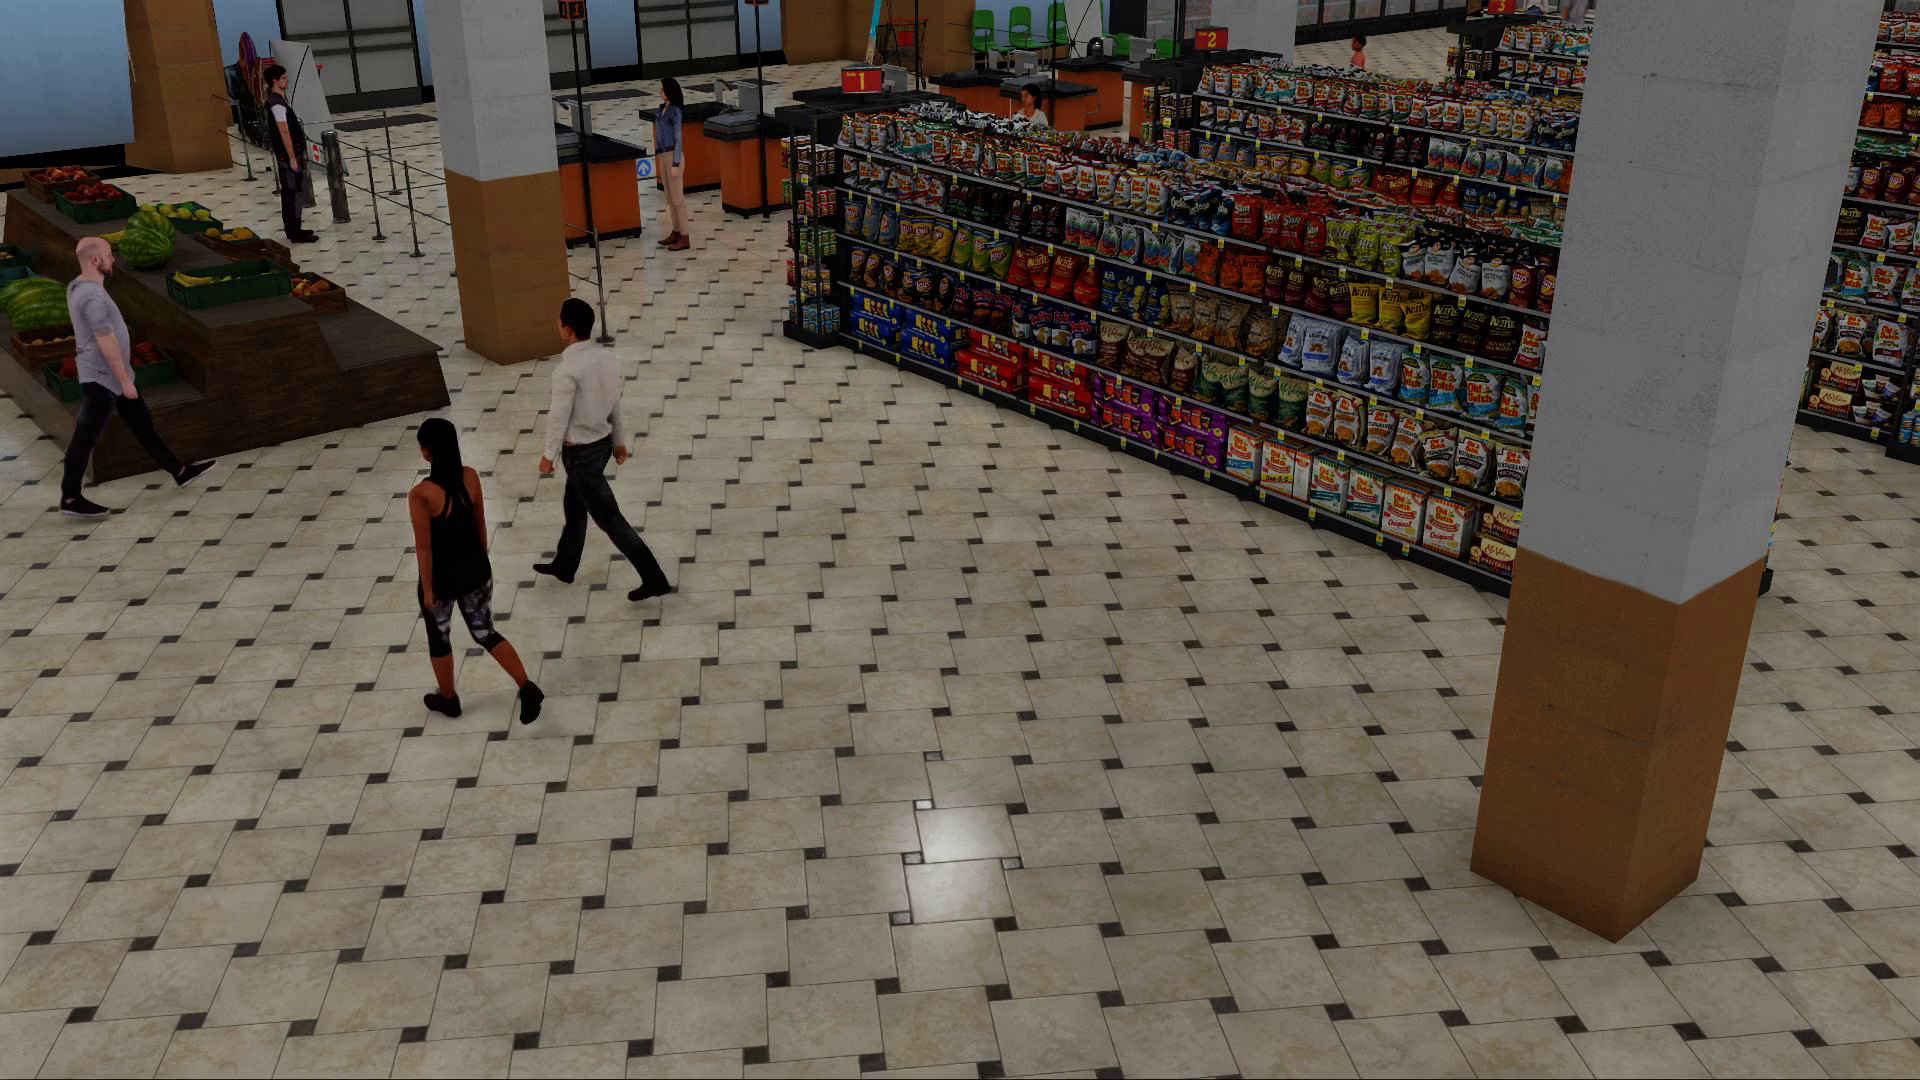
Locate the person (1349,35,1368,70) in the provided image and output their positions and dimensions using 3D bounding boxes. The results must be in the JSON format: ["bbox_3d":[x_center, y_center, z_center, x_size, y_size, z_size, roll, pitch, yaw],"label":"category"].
[{"bbox_3d":[5.832,-6.738,24.433,0.615,1.309,0.554,2,24,4],"label":"person"}]

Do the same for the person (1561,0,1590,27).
[{"bbox_3d":[10.499,-8.824,28.476,0.738,1.890,0.685,-9,25,-20],"label":"person"}]

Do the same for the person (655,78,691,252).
[{"bbox_3d":[-3.027,-3.960,17.504,0.708,1.775,0.577,-12,26,-26],"label":"person"}]

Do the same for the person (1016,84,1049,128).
[{"bbox_3d":[0.788,-4.109,18.018,0.598,1.635,0.679,18,29,35],"label":"person"}]

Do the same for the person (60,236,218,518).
[{"bbox_3d":[-5.633,-1.016,10.772,0.960,1.777,1.224,-13,27,-27],"label":"person"}]

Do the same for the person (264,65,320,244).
[{"bbox_3d":[-7.205,-4.130,17.802,0.772,1.848,0.592,-12,26,-25],"label":"person"}]

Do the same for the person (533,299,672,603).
[{"bbox_3d":[-2.043,-0.451,9.494,1.296,1.766,1.083,8,25,17],"label":"person"}]

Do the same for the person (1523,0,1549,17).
[{"bbox_3d":[10.359,-9.409,30.026,0.682,1.719,0.467,-21,31,-40],"label":"person"}]

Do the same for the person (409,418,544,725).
[{"bbox_3d":[-2.422,0.194,8.184,1.085,1.637,0.769,16,28,32],"label":"person"}]
